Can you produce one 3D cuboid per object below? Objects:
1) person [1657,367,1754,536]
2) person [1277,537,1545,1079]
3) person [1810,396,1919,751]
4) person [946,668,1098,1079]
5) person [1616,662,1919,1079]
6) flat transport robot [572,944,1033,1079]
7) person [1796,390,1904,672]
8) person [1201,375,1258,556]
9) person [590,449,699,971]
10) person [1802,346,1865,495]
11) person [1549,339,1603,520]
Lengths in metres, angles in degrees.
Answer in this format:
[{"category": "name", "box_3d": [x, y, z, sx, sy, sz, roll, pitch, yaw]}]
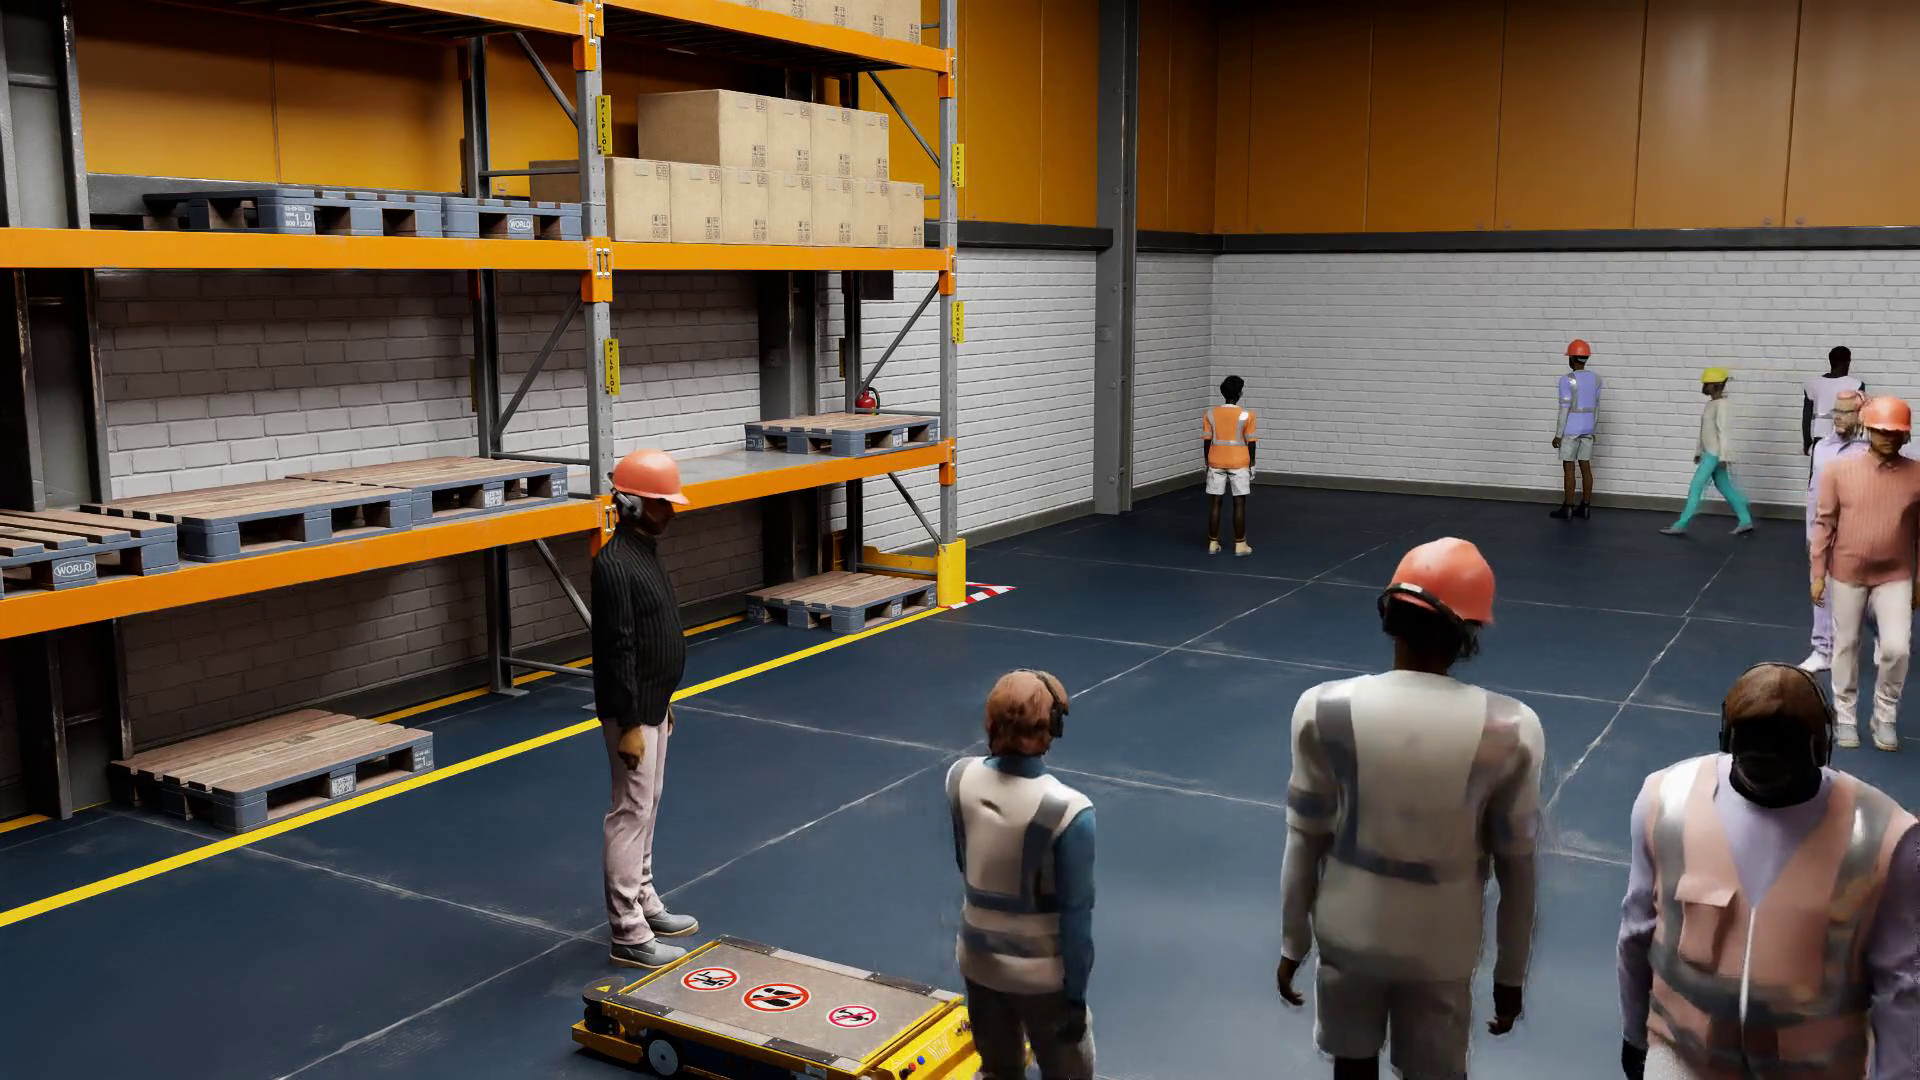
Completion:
[{"category": "person", "box_3d": [7.604, -0.886, 16.757, 0.917, 1.720, 0.542, 2, 9, 15]}, {"category": "person", "box_3d": [1.081, 1.004, 4.064, 0.617, 2.011, 0.766, 2, 9, 15]}, {"category": "person", "box_3d": [5.035, 0.190, 9.202, 0.612, 1.978, 0.507, 4, 10, 23]}, {"category": "person", "box_3d": [0.121, 1.156, 4.397, 0.542, 1.628, 0.549, 9, 12, 43]}, {"category": "person", "box_3d": [1.718, 1.171, 3.613, 0.650, 1.806, 0.853, 6, 11, 33]}, {"category": "flat transport robot", "box_3d": [-0.539, 1.630, 5.552, 1.431, 0.197, 0.652, 5, 11, 30]}, {"category": "person", "box_3d": [5.890, -0.047, 10.971, 0.570, 1.895, 0.658, -4, 10, -23]}, {"category": "person", "box_3d": [2.538, -0.700, 15.657, 0.539, 1.695, 0.318, 5, 10, 28]}, {"category": "person", "box_3d": [-1.218, 0.639, 6.401, 0.388, 1.987, 0.608, 0, 9, 0]}, {"category": "person", "box_3d": [8.865, -1.007, 16.908, 0.391, 1.914, 0.587, -8, 12, -42]}, {"category": "person", "box_3d": [6.634, -1.187, 17.946, 0.543, 1.939, 0.361, -4, 10, -22]}]
